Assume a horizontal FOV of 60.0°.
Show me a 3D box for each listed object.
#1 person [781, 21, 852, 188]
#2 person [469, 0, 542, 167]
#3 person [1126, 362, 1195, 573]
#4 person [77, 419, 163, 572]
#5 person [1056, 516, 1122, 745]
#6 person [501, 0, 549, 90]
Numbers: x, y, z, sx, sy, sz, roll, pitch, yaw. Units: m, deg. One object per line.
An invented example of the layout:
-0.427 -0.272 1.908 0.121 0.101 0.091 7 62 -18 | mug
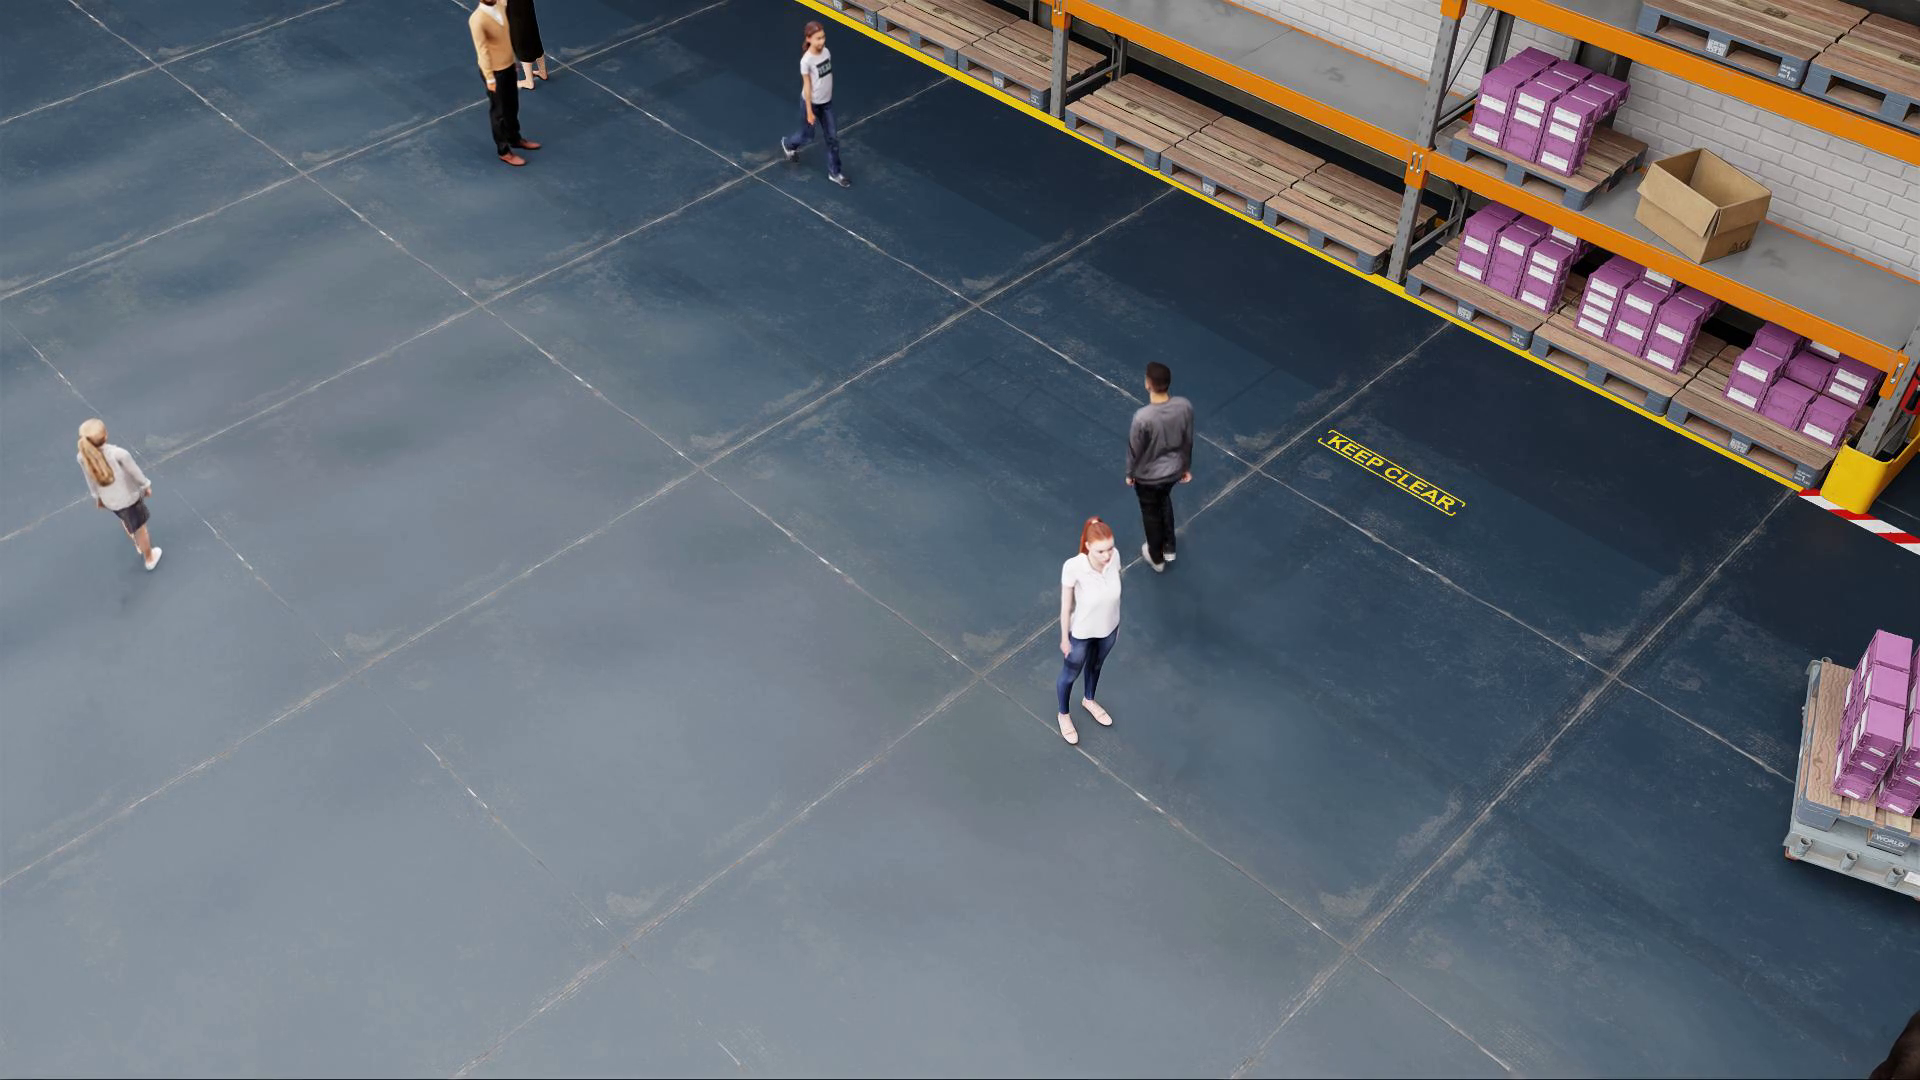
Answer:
-1.363 -4.016 15.216 1.012 1.540 0.563 31 52 29 | person
-4.282 -4.367 15.429 0.761 1.754 0.754 11 45 11 | person
1.378 -0.414 11.286 0.731 1.746 0.738 -14 45 -14 | person
-5.826 -0.283 11.498 0.657 1.264 0.717 -3 44 -3 | person
0.797 0.537 10.293 0.618 1.739 0.604 -22 48 -21 | person
-4.369 -5.272 16.473 0.646 1.625 0.635 22 48 21 | person
